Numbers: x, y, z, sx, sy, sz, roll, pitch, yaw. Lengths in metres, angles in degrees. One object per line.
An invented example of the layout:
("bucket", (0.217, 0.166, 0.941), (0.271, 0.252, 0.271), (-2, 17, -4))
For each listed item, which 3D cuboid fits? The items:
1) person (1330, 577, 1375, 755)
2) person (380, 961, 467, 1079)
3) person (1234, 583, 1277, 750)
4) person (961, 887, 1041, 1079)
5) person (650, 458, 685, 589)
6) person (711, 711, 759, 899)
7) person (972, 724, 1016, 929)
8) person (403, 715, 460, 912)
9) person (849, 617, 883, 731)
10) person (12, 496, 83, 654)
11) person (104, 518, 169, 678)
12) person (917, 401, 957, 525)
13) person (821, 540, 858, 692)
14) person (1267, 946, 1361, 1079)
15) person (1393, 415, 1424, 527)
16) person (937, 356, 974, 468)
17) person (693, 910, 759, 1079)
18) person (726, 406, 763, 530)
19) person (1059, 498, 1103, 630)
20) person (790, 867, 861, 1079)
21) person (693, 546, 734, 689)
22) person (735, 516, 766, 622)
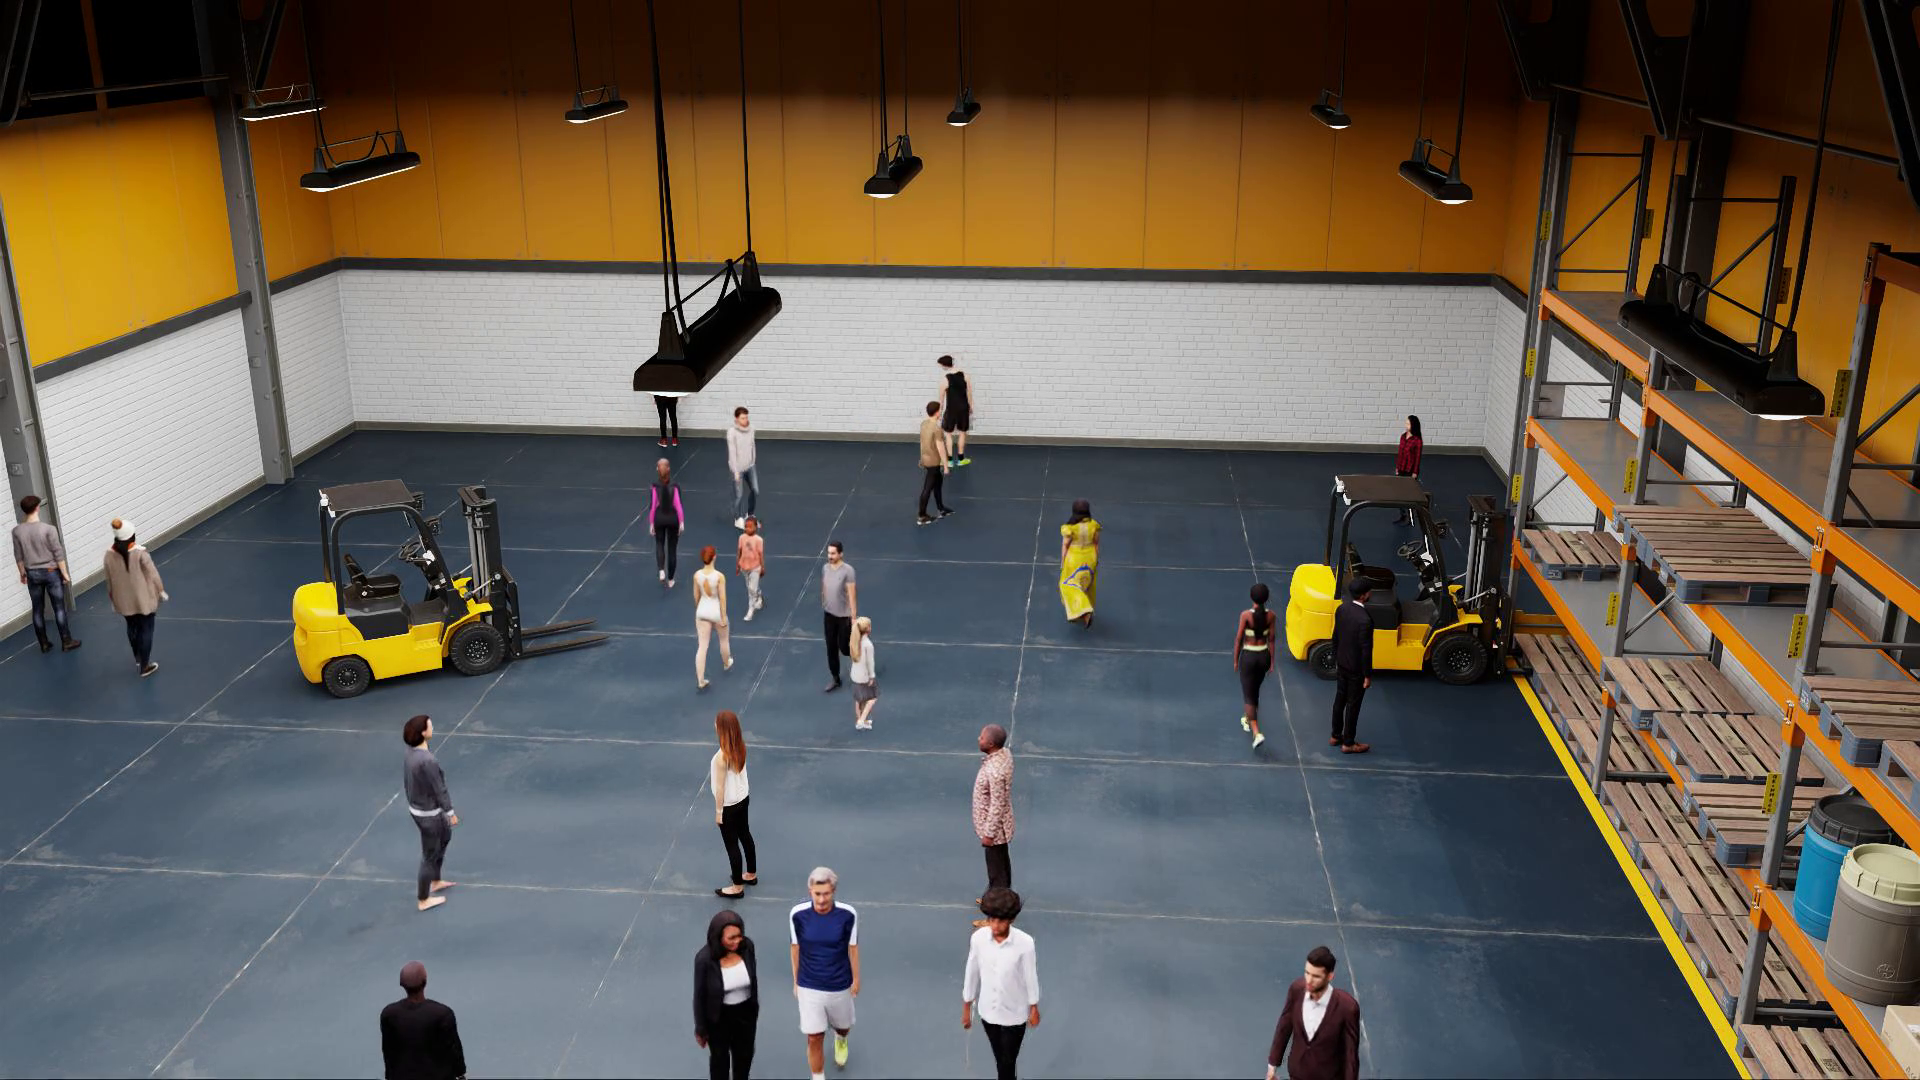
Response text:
("person", (4.037, 1.272, 17.137), (0.837, 1.882, 0.687), (-8, 20, -23))
("person", (-3.444, 3.533, 10.628), (0.633, 1.751, 0.610), (2, 19, 5))
("person", (3.073, 1.322, 17.239), (0.710, 1.722, 1.135), (-2, 19, -6))
("person", (0.326, 3.197, 11.576), (0.855, 1.783, 1.065), (8, 20, 21))
("person", (-3.841, -0.191, 21.715), (0.625, 1.733, 0.643), (-1, 19, -4))
("person", (-1.953, 2.273, 14.419), (0.676, 1.719, 0.533), (7, 20, 19))
("person", (0.305, 2.379, 13.965), (0.758, 1.808, 0.519), (2, 19, 7))
("person", (-4.608, 2.346, 14.150), (0.833, 1.752, 0.774), (-15, 24, -38))
("person", (-1.069, 1.435, 17.615), (0.622, 1.267, 0.679), (18, 25, 42))
("person", (-10.851, 0.408, 19.670), (0.747, 1.903, 0.639), (-2, 19, -7))
("person", (-9.445, 0.662, 18.957), (0.699, 1.876, 0.782), (1, 19, 3))
("person", (-0.492, -1.114, 24.298), (1.023, 1.832, 1.012), (-9, 21, -25))
("person", (-1.304, 0.825, 18.680), (0.840, 1.743, 0.942), (12, 22, 31))
("person", (2.354, 3.440, 10.805), (1.162, 1.814, 1.292), (16, 25, 40))
("person", (6.575, -1.029, 24.329), (0.718, 1.652, 0.616), (-9, 21, -26))
("person", (-0.023, -2.115, 27.237), (0.863, 1.855, 0.747), (0, 19, 1))
("person", (-1.642, 3.284, 11.613), (0.856, 1.594, 0.910), (-12, 22, -31))
("person", (-3.218, -1.054, 24.118), (0.831, 1.834, 0.895), (-16, 24, -39))
("person", (1.494, 0.320, 20.345), (1.106, 1.639, 1.297), (-7, 20, -21))
("person", (-0.954, 3.099, 11.814), (0.721, 1.816, 1.066), (-1, 19, -2))
("person", (-2.833, 0.894, 18.702), (0.638, 1.598, 1.065), (4, 19, 12))
("person", (-2.601, 0.309, 20.905), (0.660, 1.301, 0.935), (8, 20, 22))
